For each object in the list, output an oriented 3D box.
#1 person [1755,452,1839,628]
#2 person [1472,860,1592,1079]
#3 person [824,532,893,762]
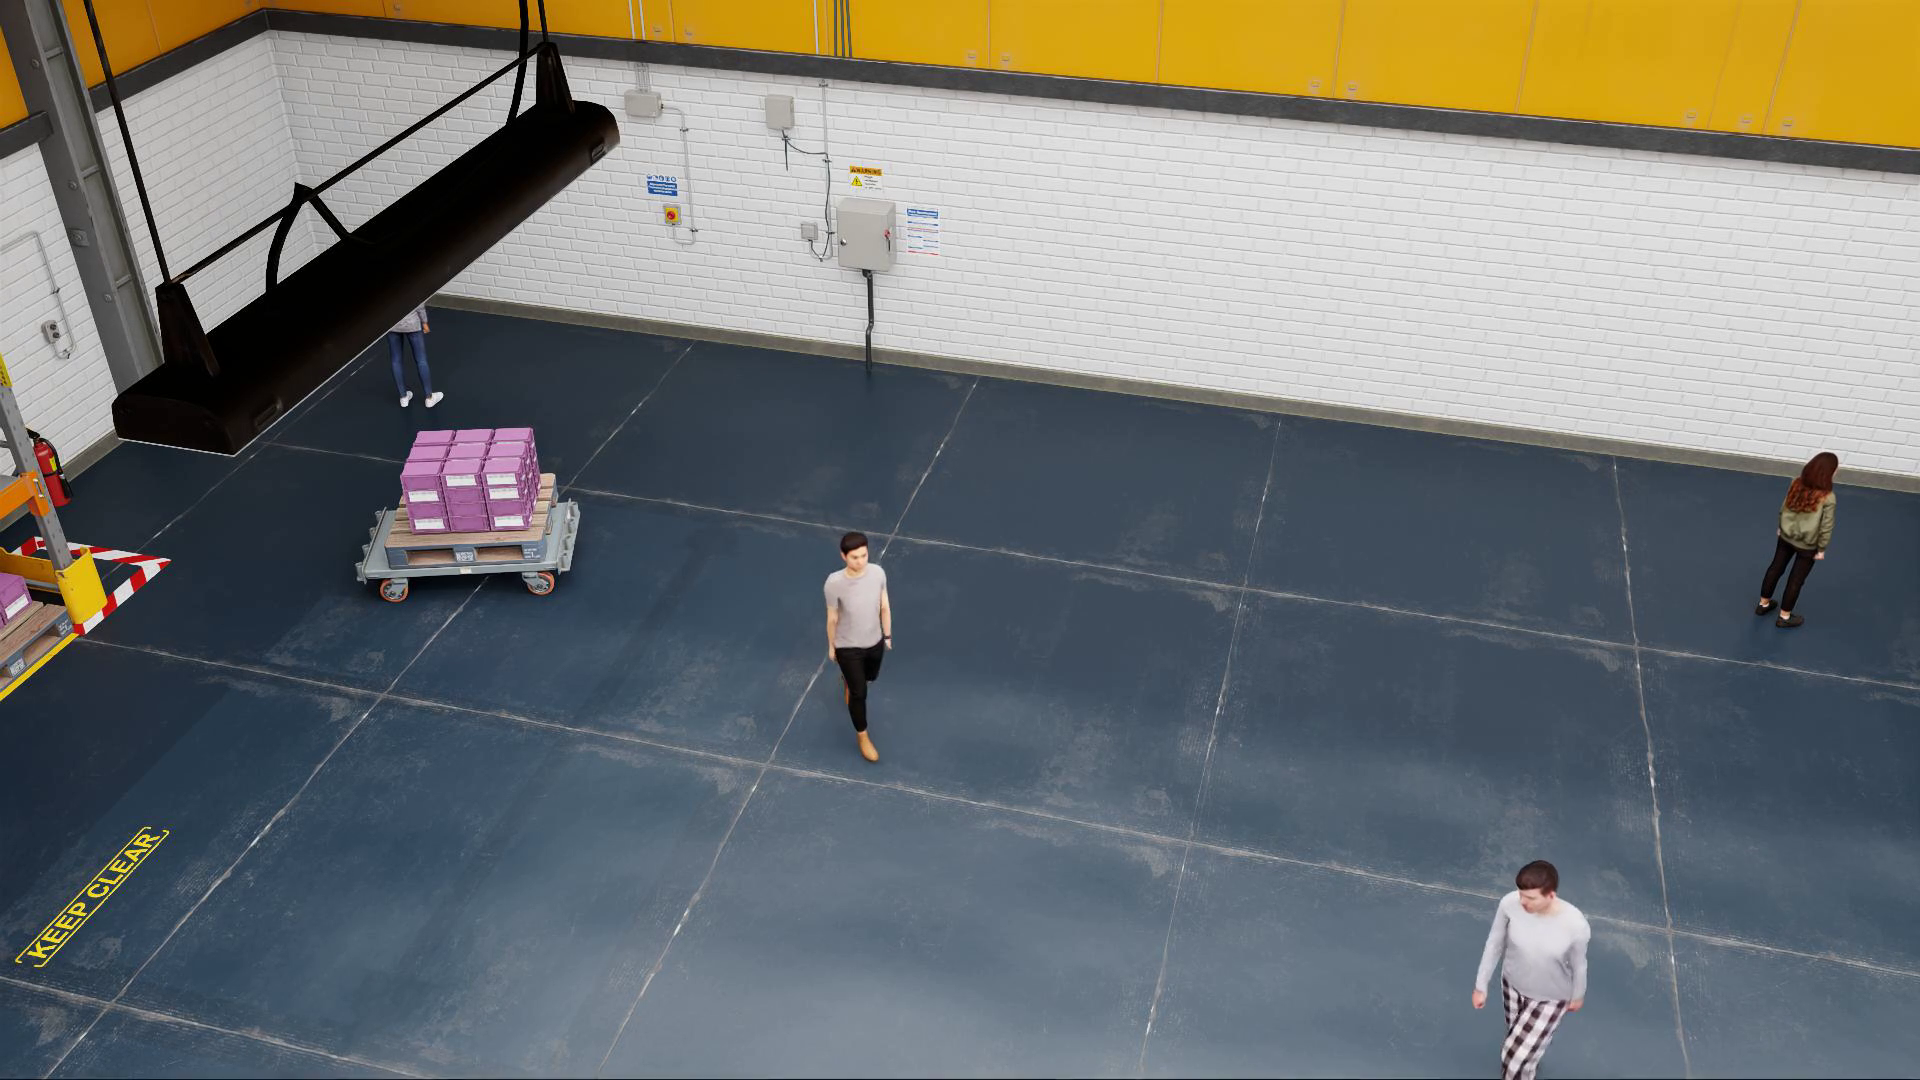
[{"bbox_3d":[6.387,-0.014,12.643,0.713,1.476,0.644,-16,37,-22],"label":"person"},{"bbox_3d":[3.098,2.324,8.832,0.891,1.800,1.037,20,39,28],"label":"person"},{"bbox_3d":[-0.723,0.639,11.462,1.027,1.696,1.122,-15,37,-22],"label":"person"}]
